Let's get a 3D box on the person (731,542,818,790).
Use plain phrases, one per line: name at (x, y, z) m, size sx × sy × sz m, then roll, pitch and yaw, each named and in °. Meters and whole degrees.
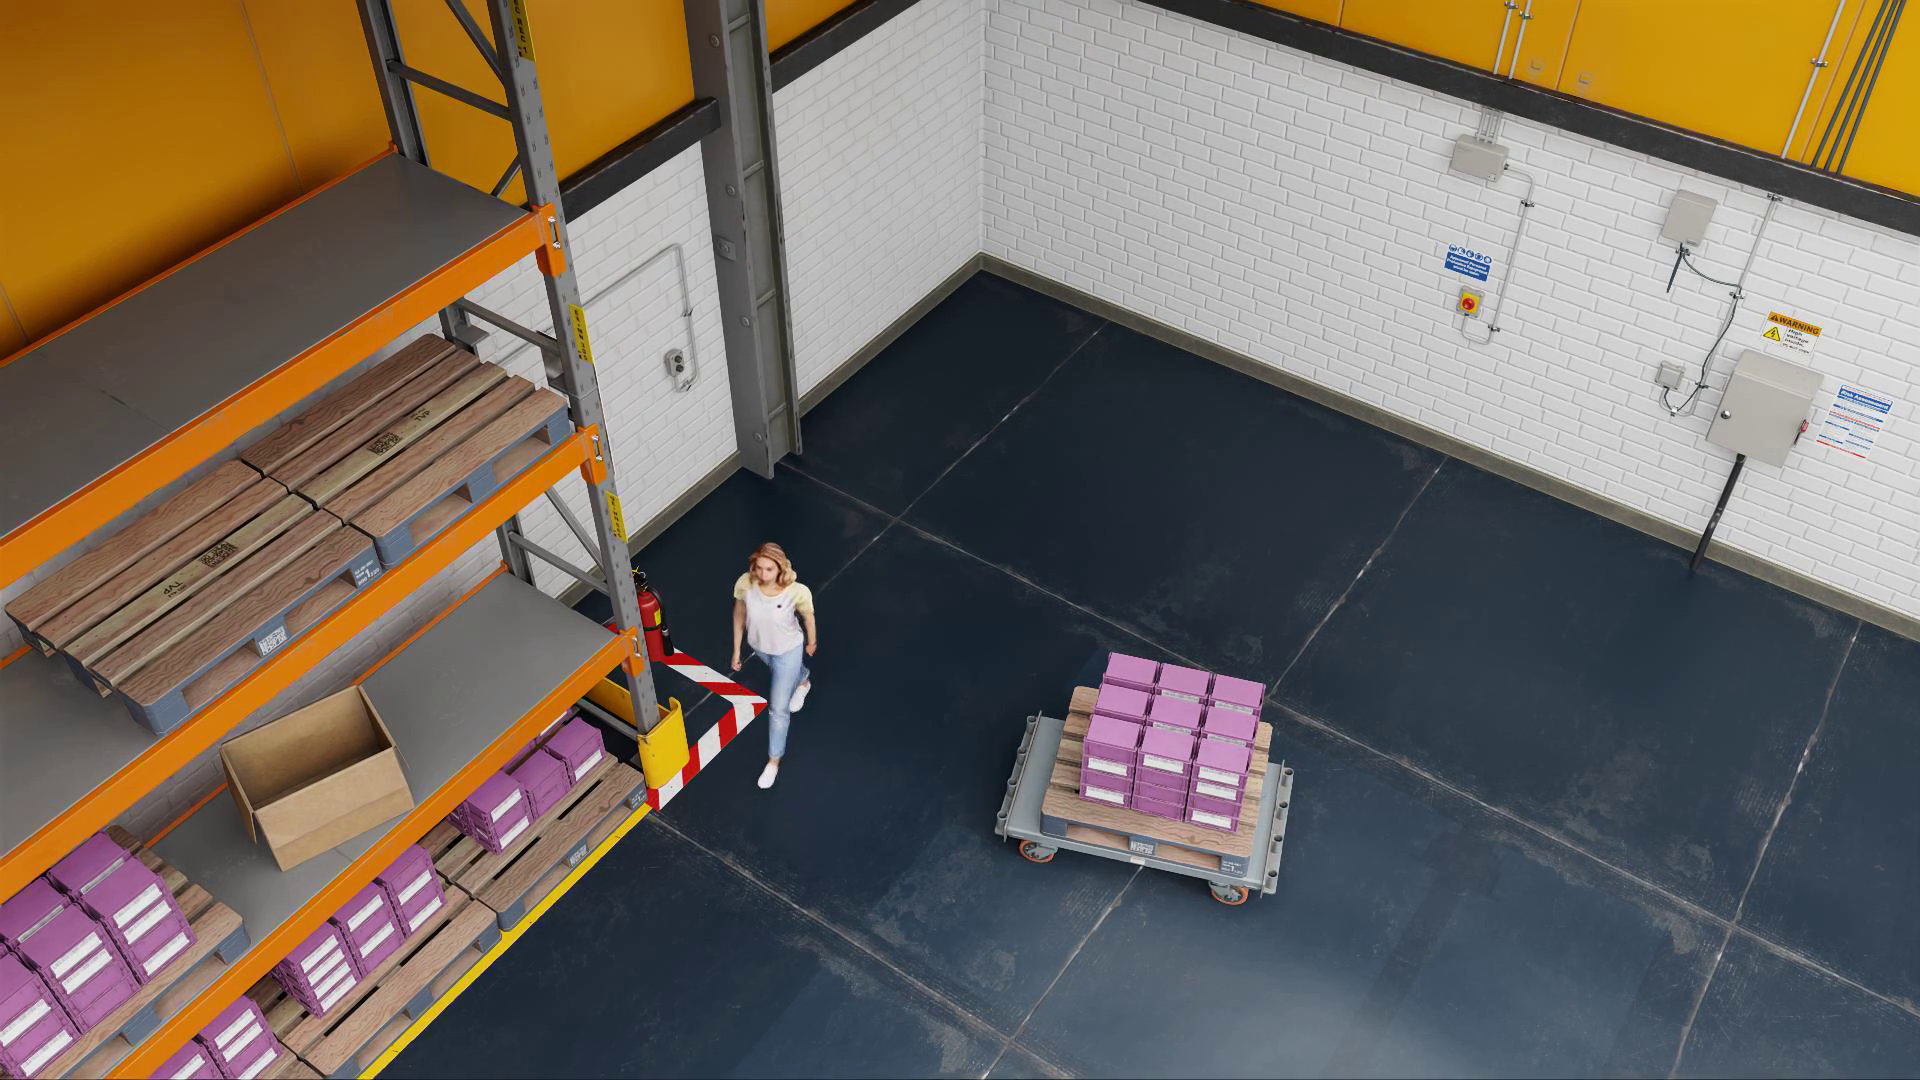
person at (-1.087, 0.591, 10.095) m, size 0.910 × 1.654 × 1.267 m, roll 11°, pitch 45°, yaw 12°
